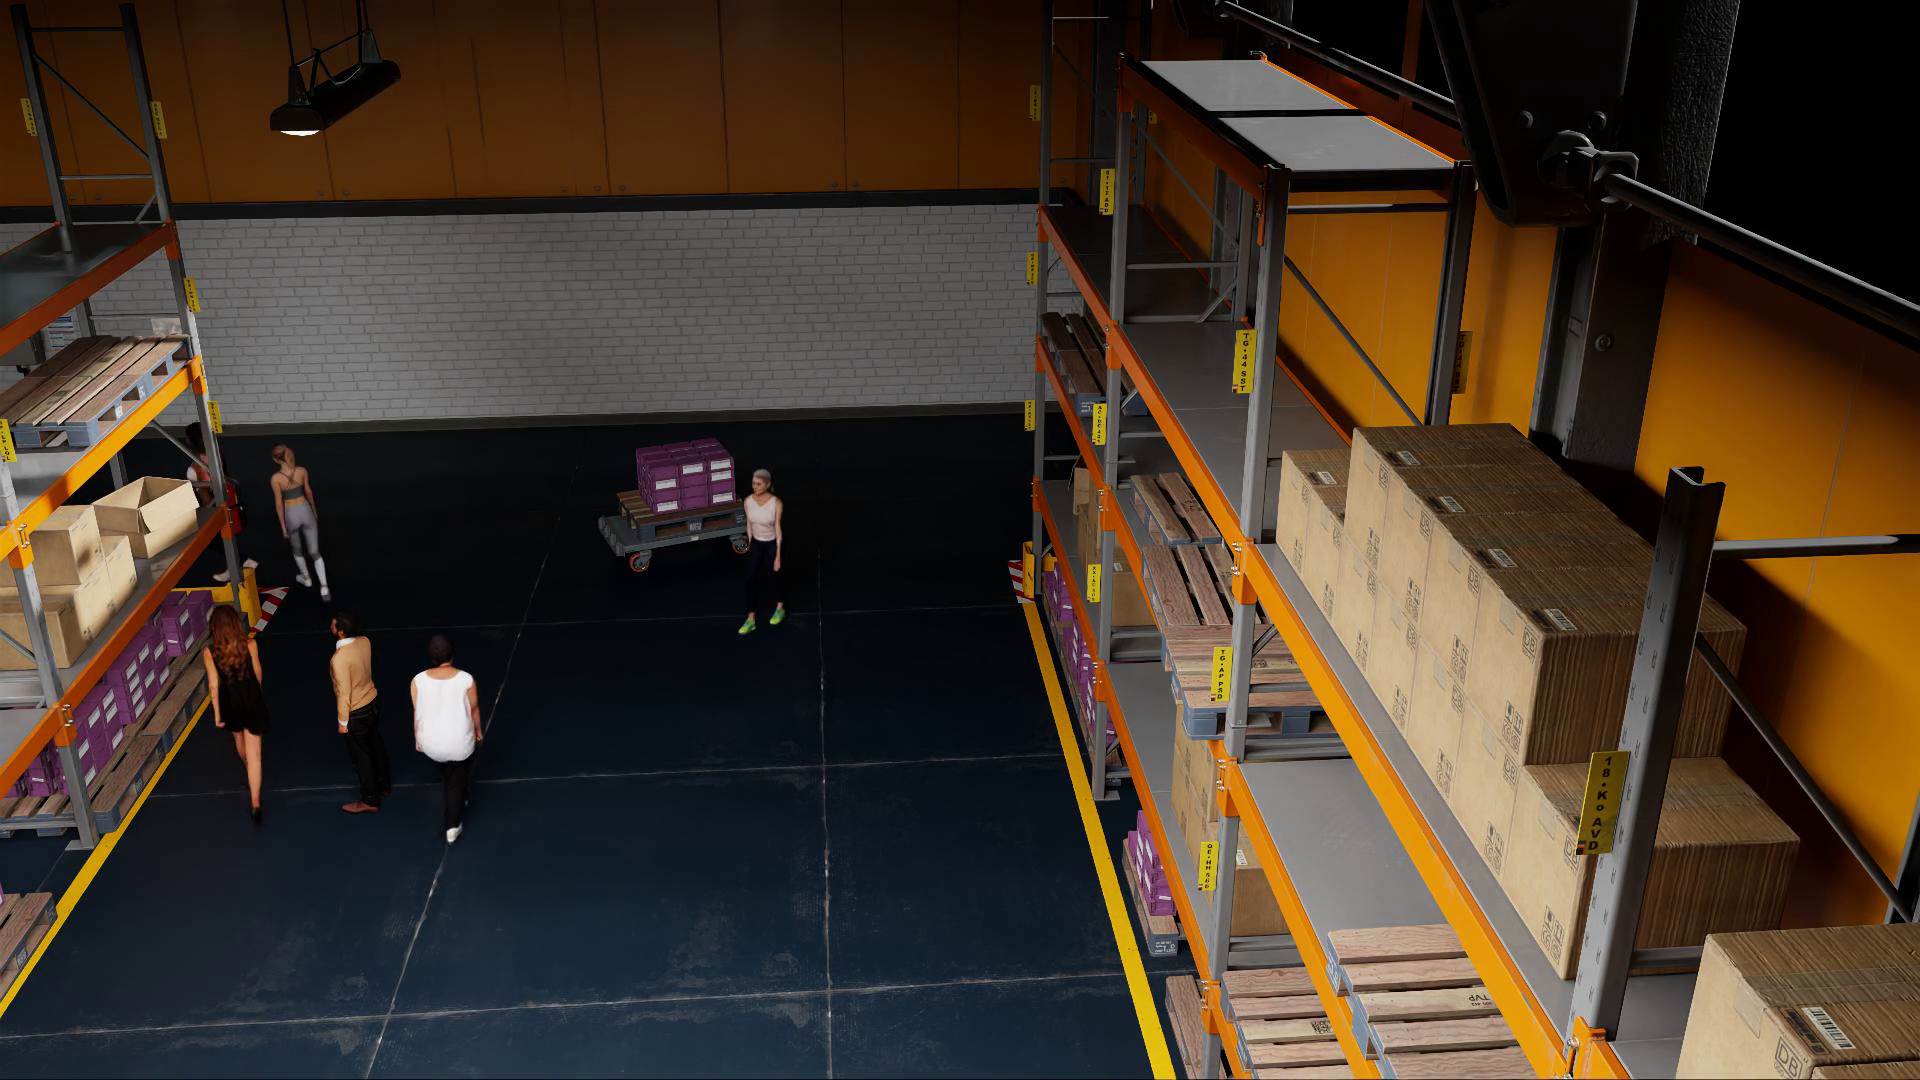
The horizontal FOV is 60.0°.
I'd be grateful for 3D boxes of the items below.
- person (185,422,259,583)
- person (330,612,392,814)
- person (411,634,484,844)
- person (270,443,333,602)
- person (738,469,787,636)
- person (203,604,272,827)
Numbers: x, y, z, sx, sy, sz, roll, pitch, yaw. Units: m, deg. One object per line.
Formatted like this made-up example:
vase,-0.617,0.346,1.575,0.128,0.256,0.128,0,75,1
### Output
person,-7.665,-0.359,17.343,0.782,1.792,0.816,1,24,2
person,-4.865,1.367,13.443,0.761,1.754,0.600,2,24,6
person,-4.039,1.592,13.058,0.730,1.651,1.018,0,24,-1
person,-6.738,-0.151,17.029,0.975,1.664,1.207,-14,27,-29
person,-1.862,0.059,16.528,0.831,1.680,1.005,8,25,18
person,-5.705,1.429,13.277,0.777,1.774,1.191,-9,25,-20
